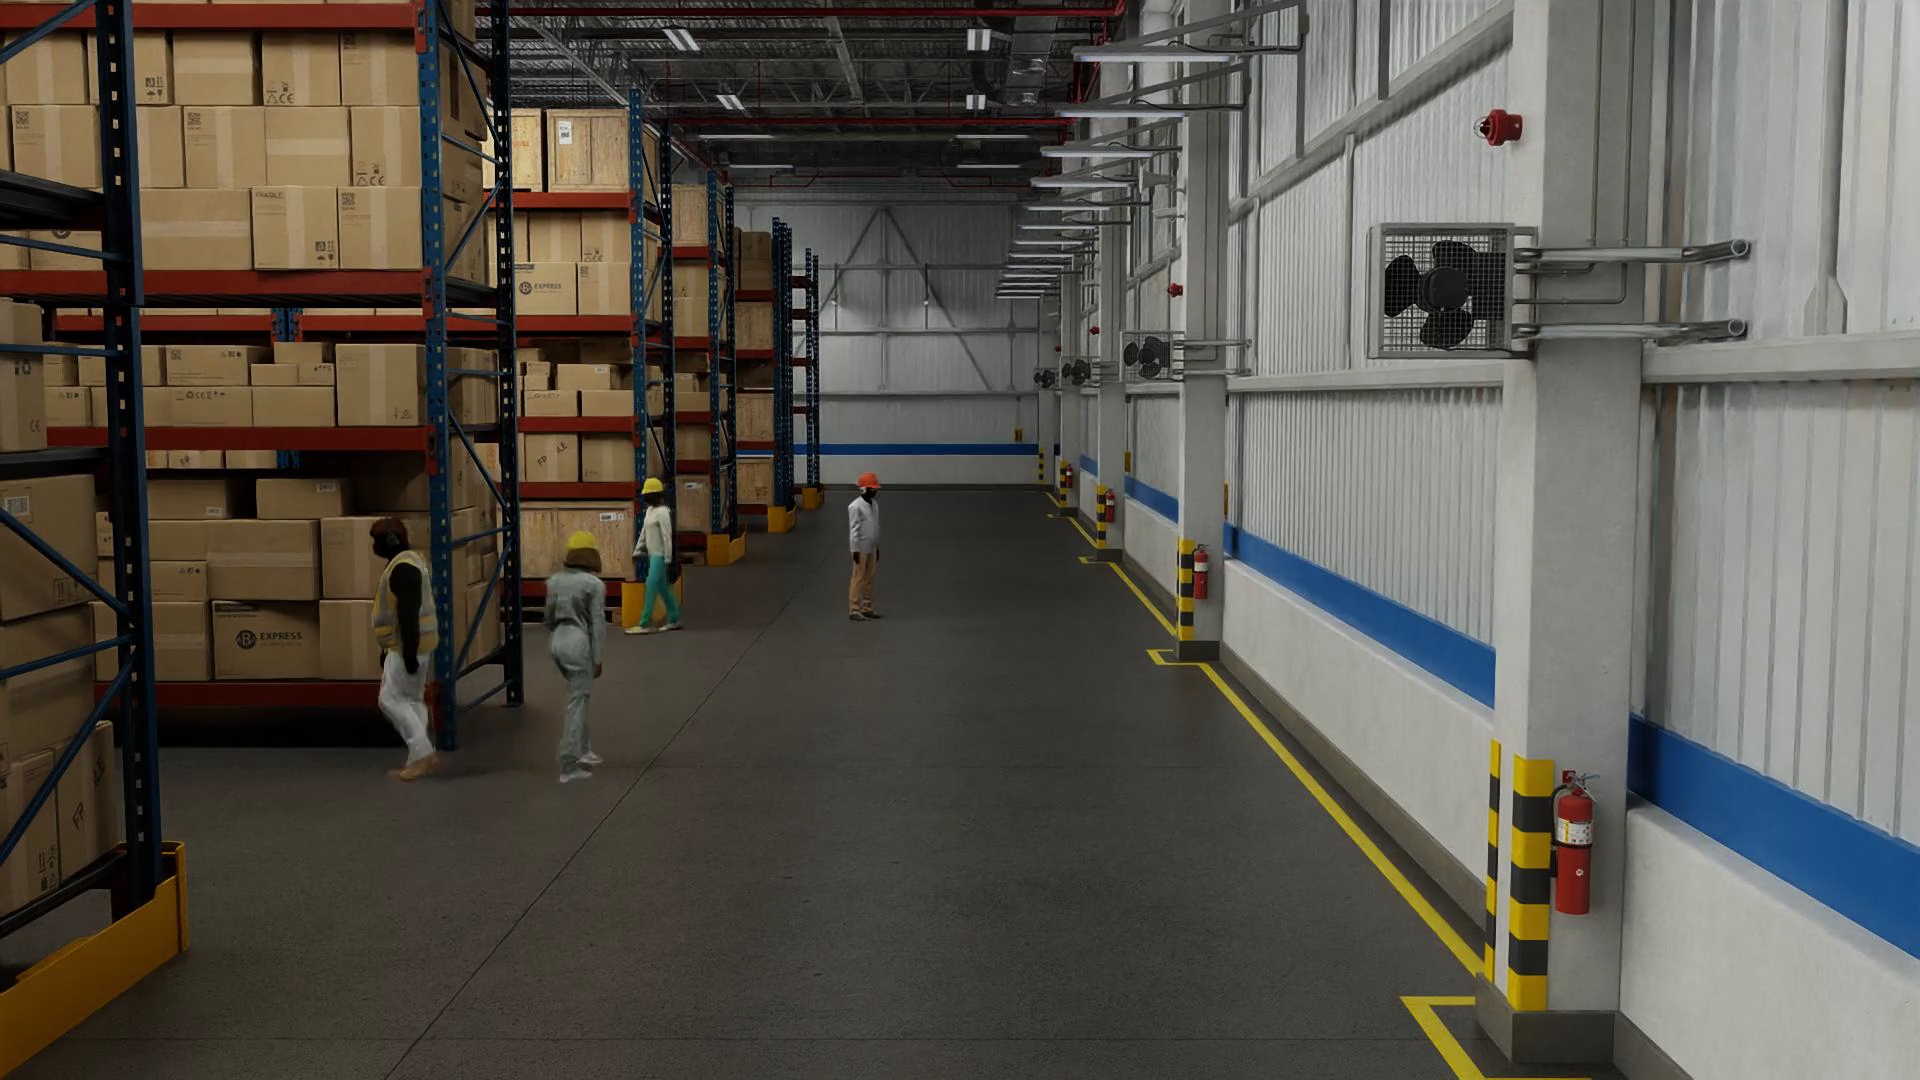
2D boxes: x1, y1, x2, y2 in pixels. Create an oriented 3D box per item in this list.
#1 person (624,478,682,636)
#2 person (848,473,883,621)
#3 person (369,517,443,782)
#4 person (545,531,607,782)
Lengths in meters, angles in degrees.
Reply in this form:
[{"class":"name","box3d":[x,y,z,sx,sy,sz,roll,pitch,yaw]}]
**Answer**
[{"class":"person","box3d":[-3.399,0.177,18.458,0.714,1.736,0.540,-3,6,-27]},{"class":"person","box3d":[-1.089,0.081,19.530,0.351,1.743,0.573,3,6,29]},{"class":"person","box3d":[-3.809,0.748,11.429,0.441,1.815,0.658,-1,5,-16]},{"class":"person","box3d":[-2.664,0.793,11.528,0.501,1.689,0.667,3,6,27]}]
